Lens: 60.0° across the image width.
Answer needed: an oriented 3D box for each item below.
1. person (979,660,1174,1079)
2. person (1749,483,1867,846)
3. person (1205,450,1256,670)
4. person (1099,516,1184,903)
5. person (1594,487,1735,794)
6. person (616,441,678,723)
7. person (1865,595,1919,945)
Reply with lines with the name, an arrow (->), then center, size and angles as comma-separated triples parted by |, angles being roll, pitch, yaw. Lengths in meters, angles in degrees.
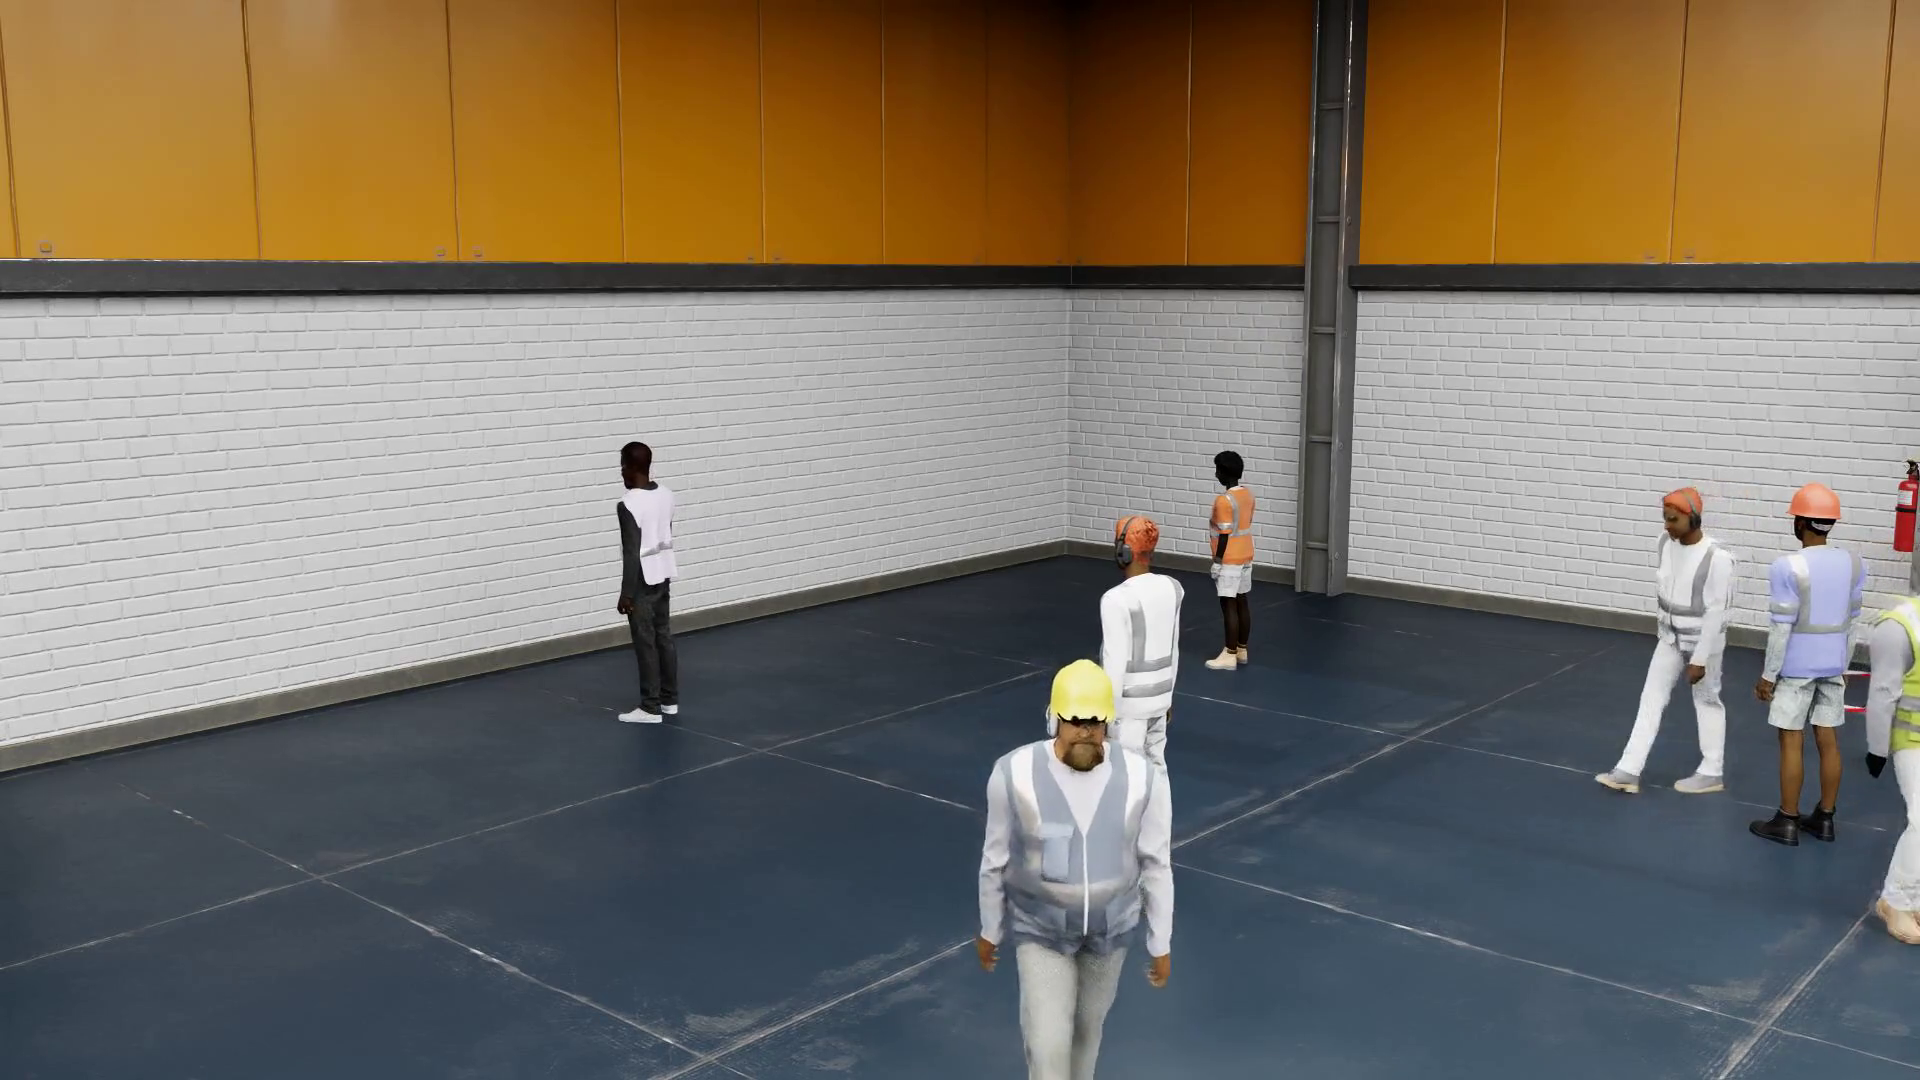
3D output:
person -> 0.400, 1.289, 5.356 | 0.625, 1.798, 0.855 | -1, 9, -8
person -> 4.504, 0.663, 8.869 | 0.542, 1.939, 0.366 | -2, 9, -13
person -> 2.087, 0.155, 12.833 | 0.319, 1.692, 0.531 | 6, 11, 32
person -> 0.852, 0.815, 8.087 | 0.342, 1.882, 0.586 | 8, 12, 41
person -> 4.113, 0.603, 9.584 | 0.921, 1.831, 0.635 | -3, 10, -20
person -> -2.120, 0.287, 11.307 | 0.372, 1.914, 0.597 | 3, 10, 19
person -> 4.459, 0.933, 7.554 | 0.628, 1.827, 0.505 | -3, 10, -19
